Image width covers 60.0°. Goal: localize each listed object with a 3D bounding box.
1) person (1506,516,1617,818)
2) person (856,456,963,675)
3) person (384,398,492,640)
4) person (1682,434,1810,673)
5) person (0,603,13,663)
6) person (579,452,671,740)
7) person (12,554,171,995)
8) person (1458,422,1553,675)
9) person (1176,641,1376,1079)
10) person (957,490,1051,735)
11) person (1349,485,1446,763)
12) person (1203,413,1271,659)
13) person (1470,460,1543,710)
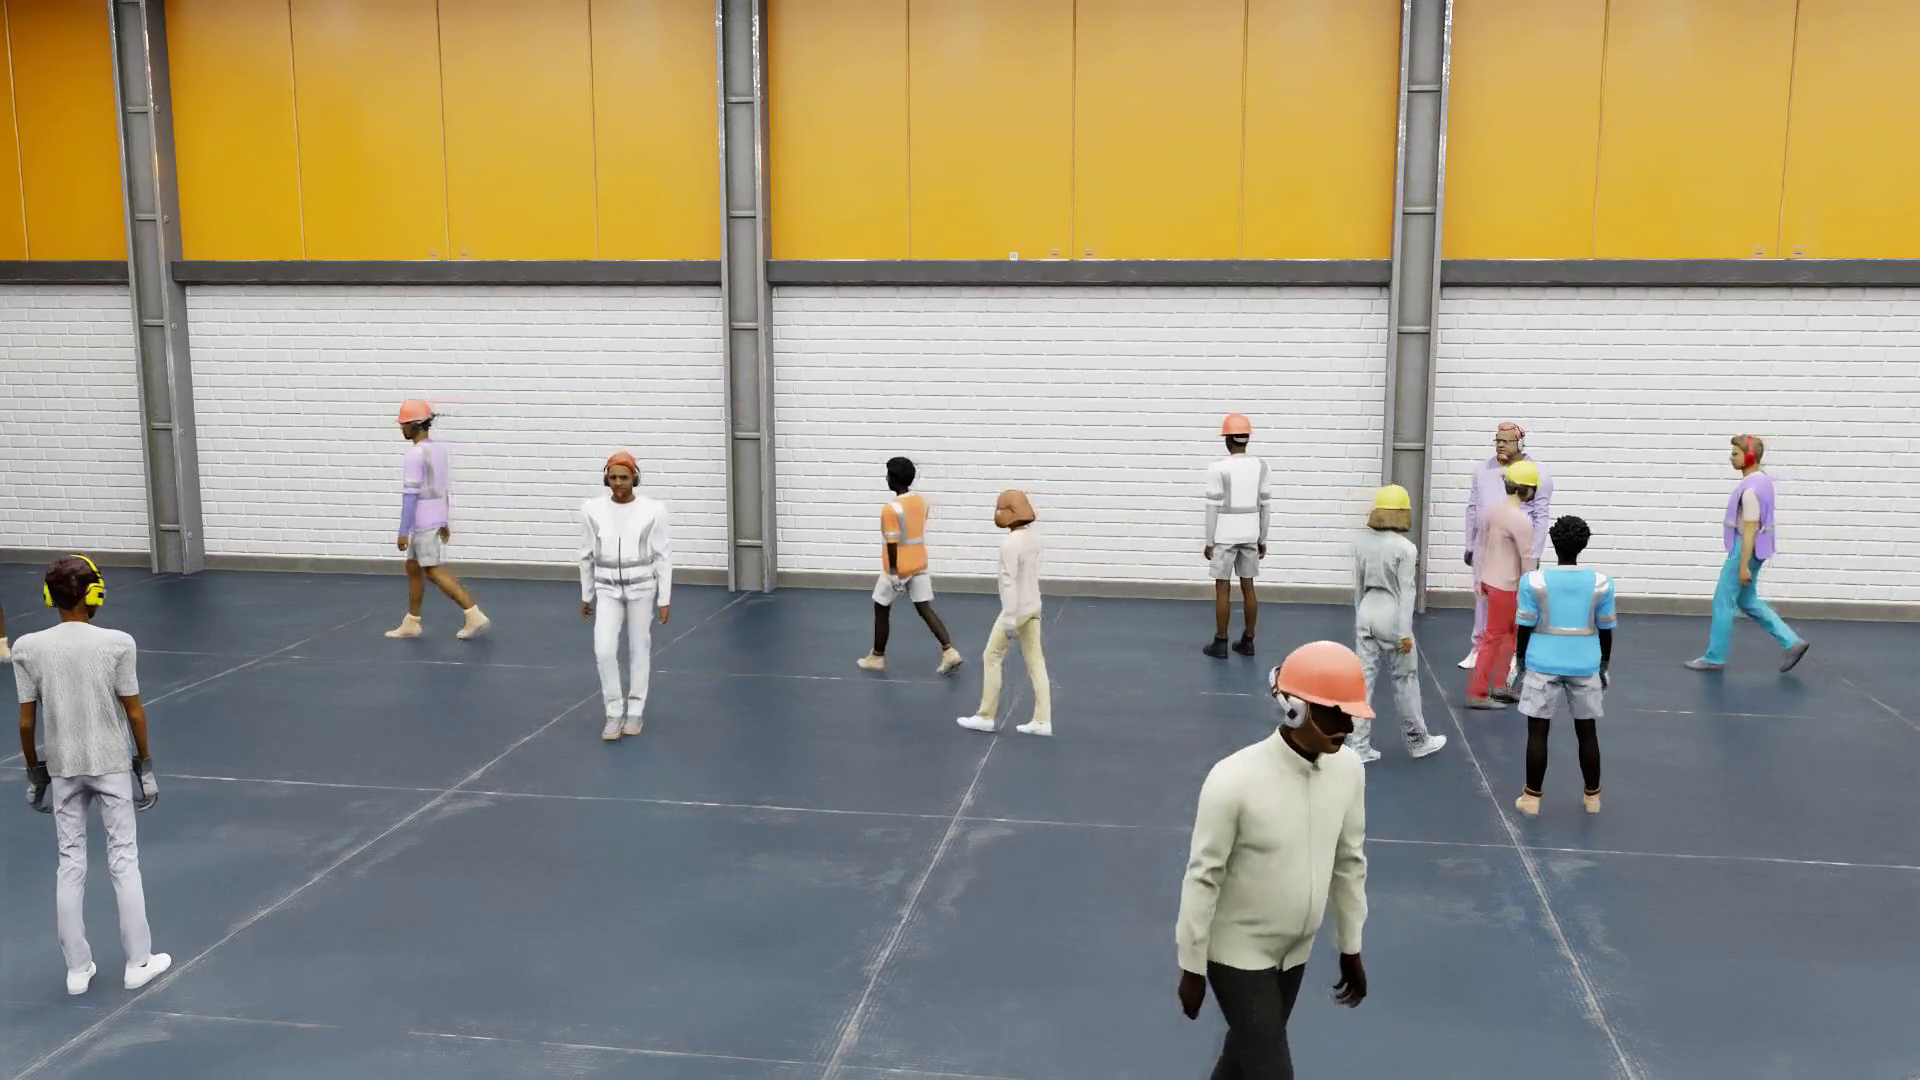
[{"bbox_3d":[3.347,0.710,9.233,0.613,1.685,0.341,1,9,6],"label":"person"},{"bbox_3d":[-0.369,0.194,12.460,0.840,1.662,0.531,7,12,37],"label":"person"},{"bbox_3d":[-4.294,-0.152,13.590,0.932,2.019,0.618,0,9,0],"label":"person"},{"bbox_3d":[5.926,0.116,12.441,0.776,1.825,0.583,6,11,33],"label":"person"},{"bbox_3d":[-7.554,-0.001,12.662,0.390,2.011,0.639,-2,9,-10],"label":"person"},{"bbox_3d":[-2.165,0.375,10.716,0.612,1.862,0.605,0,9,-1],"label":"person"},{"bbox_3d":[-3.657,0.981,6.995,0.521,1.865,0.327,-2,9,-10],"label":"person"},{"bbox_3d":[4.089,0.062,12.529,0.642,1.908,0.410,9,13,42],"label":"person"},{"bbox_3d":[0.971,1.251,5.032,0.627,1.946,0.824,-7,12,-38],"label":"person"},{"bbox_3d":[0.294,0.473,10.887,0.725,1.603,0.534,5,10,27],"label":"person"},{"bbox_3d":[2.690,0.514,10.285,0.711,1.714,0.510,-6,11,-35],"label":"person"},{"bbox_3d":[2.149,-0.031,13.057,0.543,1.927,0.395,-3,10,-18],"label":"person"},{"bbox_3d":[3.801,0.321,11.427,0.602,1.743,0.518,0,9,-2],"label":"person"}]
